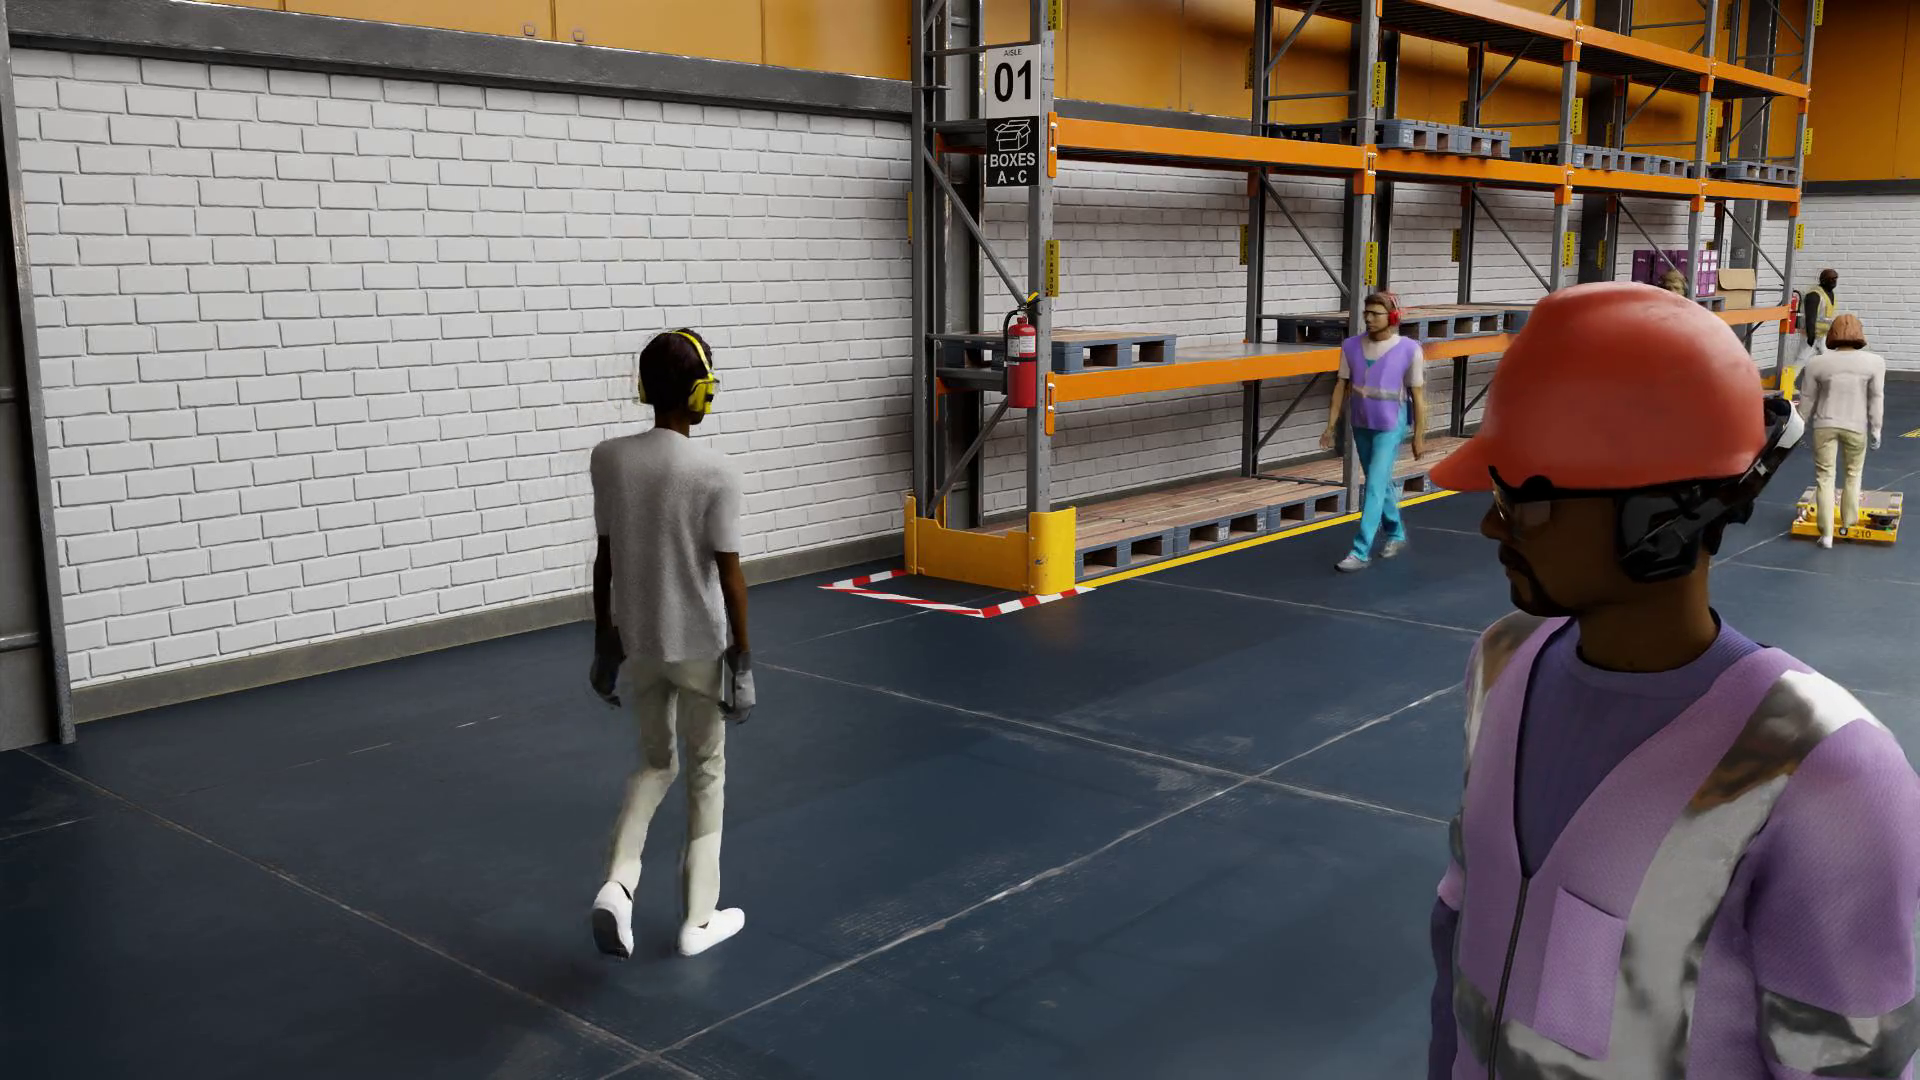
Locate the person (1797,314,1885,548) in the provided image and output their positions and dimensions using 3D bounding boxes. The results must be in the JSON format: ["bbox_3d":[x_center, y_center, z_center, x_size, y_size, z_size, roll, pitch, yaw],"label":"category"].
[{"bbox_3d":[6.140,-0.769,11.640,0.528,1.609,0.654,5,11,25],"label":"person"}]

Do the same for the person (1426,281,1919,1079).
[{"bbox_3d":[0.672,0.752,1.796,0.383,2.039,0.614,-3,10,-18],"label":"person"}]

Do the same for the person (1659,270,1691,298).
[{"bbox_3d":[5.745,-1.234,13.546,0.646,1.884,0.978,5,11,25],"label":"person"}]

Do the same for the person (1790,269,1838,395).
[{"bbox_3d":[12.022,-2.887,23.261,0.675,1.774,0.979,-6,12,-31],"label":"person"}]

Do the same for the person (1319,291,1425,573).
[{"bbox_3d":[2.743,-0.717,10.876,0.955,1.809,0.569,-9,13,-41],"label":"person"}]

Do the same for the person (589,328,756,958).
[{"bbox_3d":[-0.845,0.328,4.755,0.540,1.851,0.535,4,11,22],"label":"person"}]

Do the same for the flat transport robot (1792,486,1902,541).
[{"bbox_3d":[6.586,-0.210,12.310,0.652,0.197,1.431,6,12,30],"label":"flat transport robot"}]
